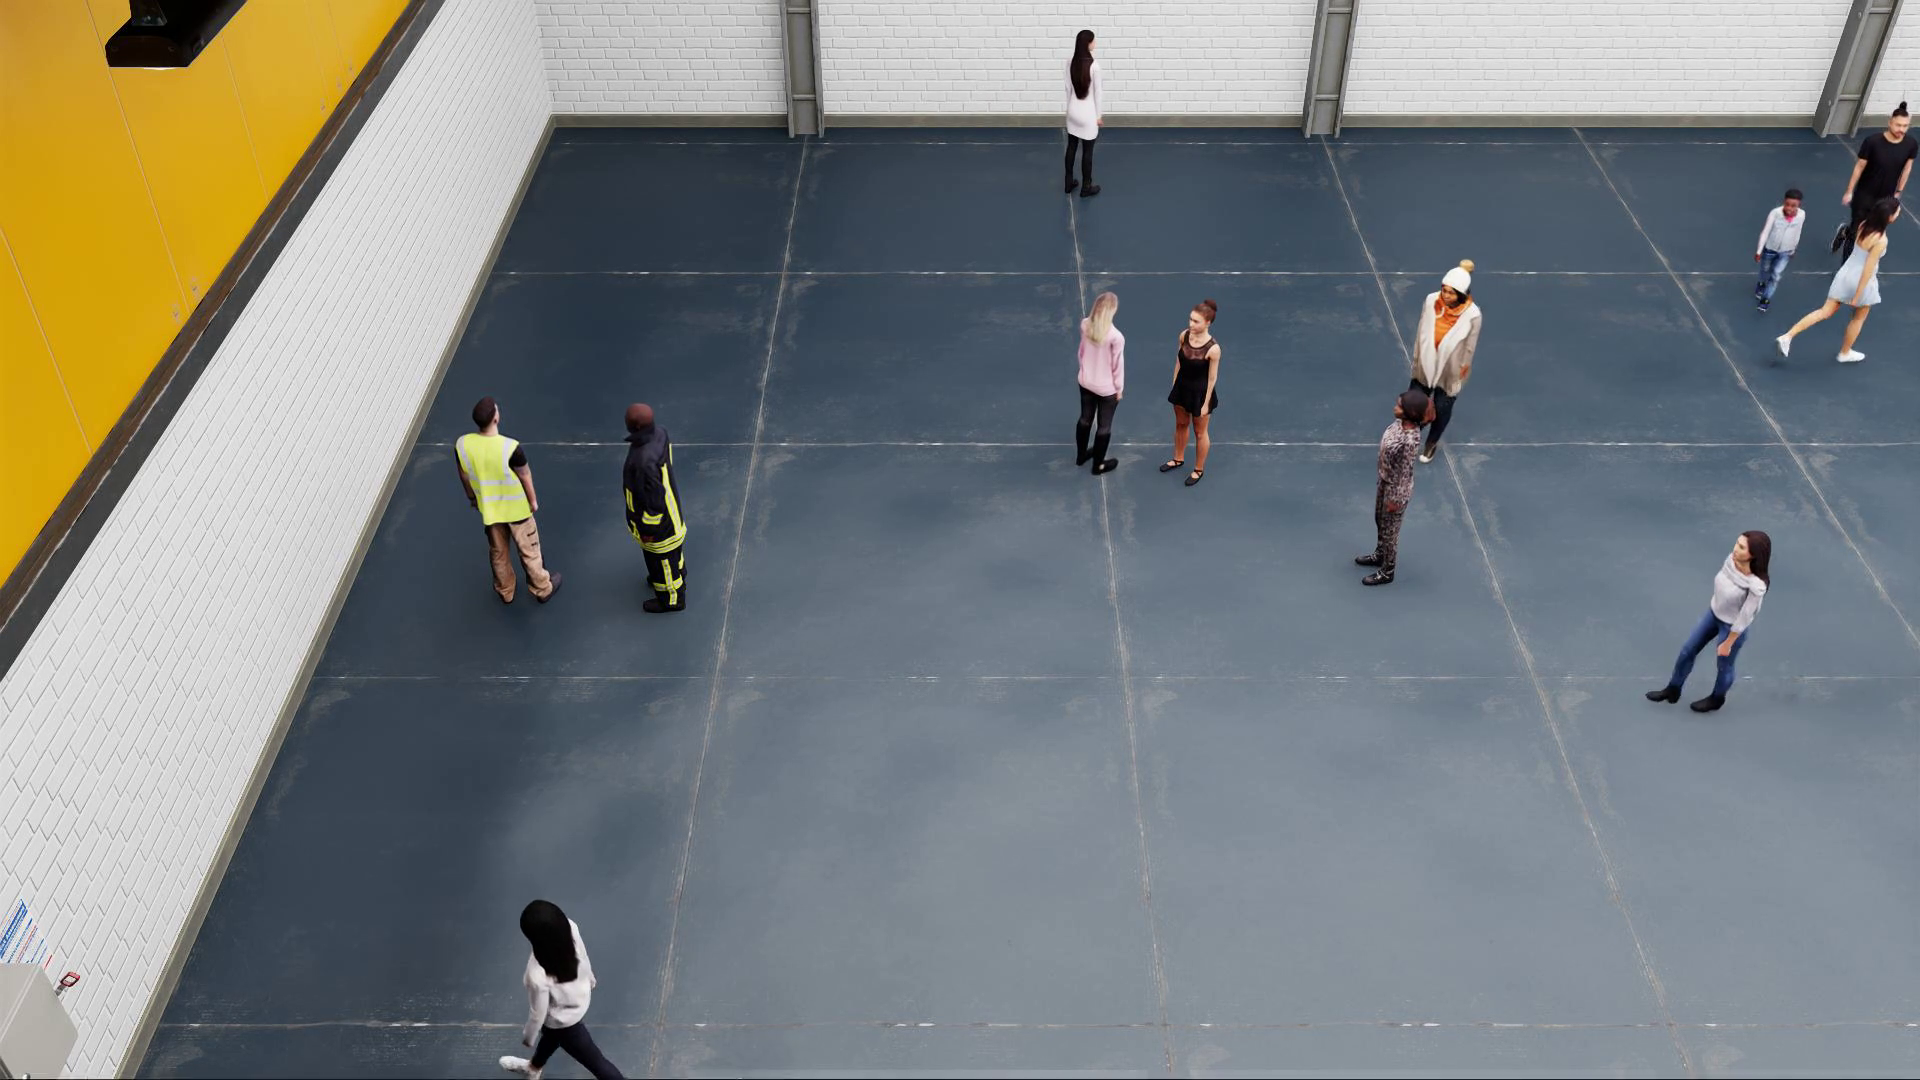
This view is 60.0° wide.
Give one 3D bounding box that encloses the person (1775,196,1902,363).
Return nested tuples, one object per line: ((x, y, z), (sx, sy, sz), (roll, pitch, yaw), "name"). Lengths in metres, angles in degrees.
((7.960, -2.310, 14.999), (1.160, 1.697, 0.704), (-6, 39, -7), "person")

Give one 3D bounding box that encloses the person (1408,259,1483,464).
((4.065, -1.529, 13.871), (0.879, 1.885, 0.932), (24, 45, 27), "person")

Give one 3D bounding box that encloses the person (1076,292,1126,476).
((1.139, -1.293, 13.734), (0.743, 1.686, 0.685), (-31, 48, -33), "person")

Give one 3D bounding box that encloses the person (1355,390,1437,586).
((3.290, -0.401, 12.595), (0.542, 1.714, 0.562), (0, 39, 0), "person")

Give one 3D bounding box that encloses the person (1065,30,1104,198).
((1.288, -4.531, 17.692), (0.668, 1.808, 0.746), (28, 46, 30), "person")

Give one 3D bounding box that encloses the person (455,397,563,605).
((-3.374, -0.281, 12.339), (0.678, 1.847, 0.779), (4, 39, 5), "person")

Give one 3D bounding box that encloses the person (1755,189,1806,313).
((7.912, -2.851, 16.052), (0.892, 1.228, 0.827), (17, 42, 21), "person")

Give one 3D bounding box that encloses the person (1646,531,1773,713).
((5.356, 0.579, 11.446), (0.783, 1.616, 0.666), (-4, 39, -5), "person")

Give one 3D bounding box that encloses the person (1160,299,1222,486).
((1.926, -1.223, 13.656), (0.734, 1.674, 0.678), (-30, 47, -32), "person")

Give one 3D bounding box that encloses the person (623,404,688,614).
((-2.254, -0.266, 12.338), (0.651, 1.823, 0.741), (1, 39, 2), "person")

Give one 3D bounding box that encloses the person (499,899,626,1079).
((-2.037, 2.553, 8.942), (1.108, 1.657, 0.748), (6, 39, 7), "person")

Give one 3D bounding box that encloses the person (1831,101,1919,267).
((8.932, -3.443, 16.299), (1.016, 1.845, 0.817), (5, 39, 6), "person")
